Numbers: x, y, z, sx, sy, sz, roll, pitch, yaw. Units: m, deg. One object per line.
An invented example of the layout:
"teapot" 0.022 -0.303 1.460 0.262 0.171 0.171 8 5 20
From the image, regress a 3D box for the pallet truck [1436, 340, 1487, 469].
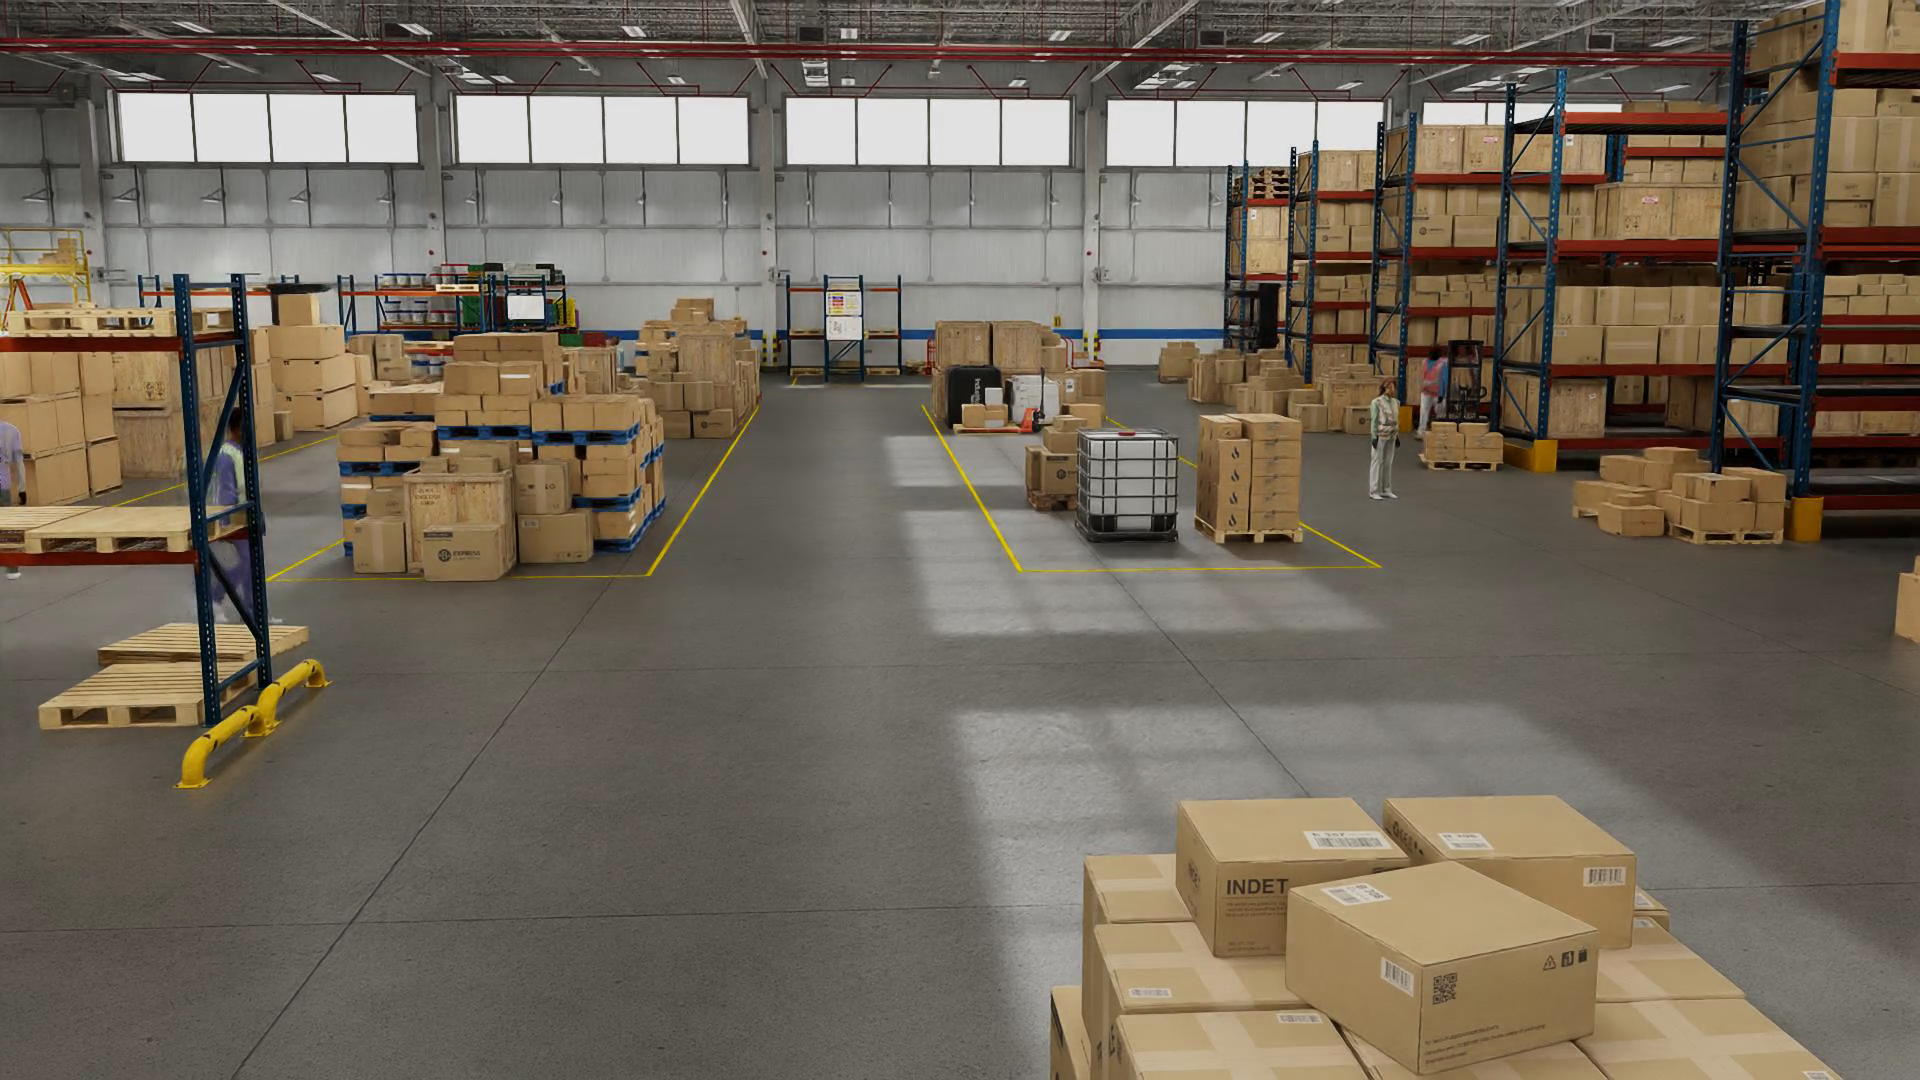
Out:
"pallet truck" 8.004 -2.170 26.422 0.823 1.965 1.885 2 9 14

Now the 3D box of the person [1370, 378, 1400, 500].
"person" 5.736 -1.363 22.464 0.514 1.644 0.307 -6 11 -33

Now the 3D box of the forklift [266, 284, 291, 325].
"forklift" -15.592 -4.504 38.313 1.873 2.768 1.129 -2 9 -11

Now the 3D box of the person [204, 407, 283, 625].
"person" -6.181 -0.189 14.264 0.532 1.907 0.599 -1 9 -4

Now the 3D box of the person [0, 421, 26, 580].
"person" -9.621 -0.534 16.430 0.439 1.914 0.679 8 12 41

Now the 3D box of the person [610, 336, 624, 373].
"person" -8.053 -3.940 38.711 0.513 1.614 0.742 3 9 16

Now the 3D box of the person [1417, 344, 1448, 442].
"person" 8.613 -2.670 30.235 0.897 1.800 0.637 -9 13 -44

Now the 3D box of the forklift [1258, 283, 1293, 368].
"forklift" 7.912 -5.195 42.650 1.873 2.768 1.129 -1 9 -4
